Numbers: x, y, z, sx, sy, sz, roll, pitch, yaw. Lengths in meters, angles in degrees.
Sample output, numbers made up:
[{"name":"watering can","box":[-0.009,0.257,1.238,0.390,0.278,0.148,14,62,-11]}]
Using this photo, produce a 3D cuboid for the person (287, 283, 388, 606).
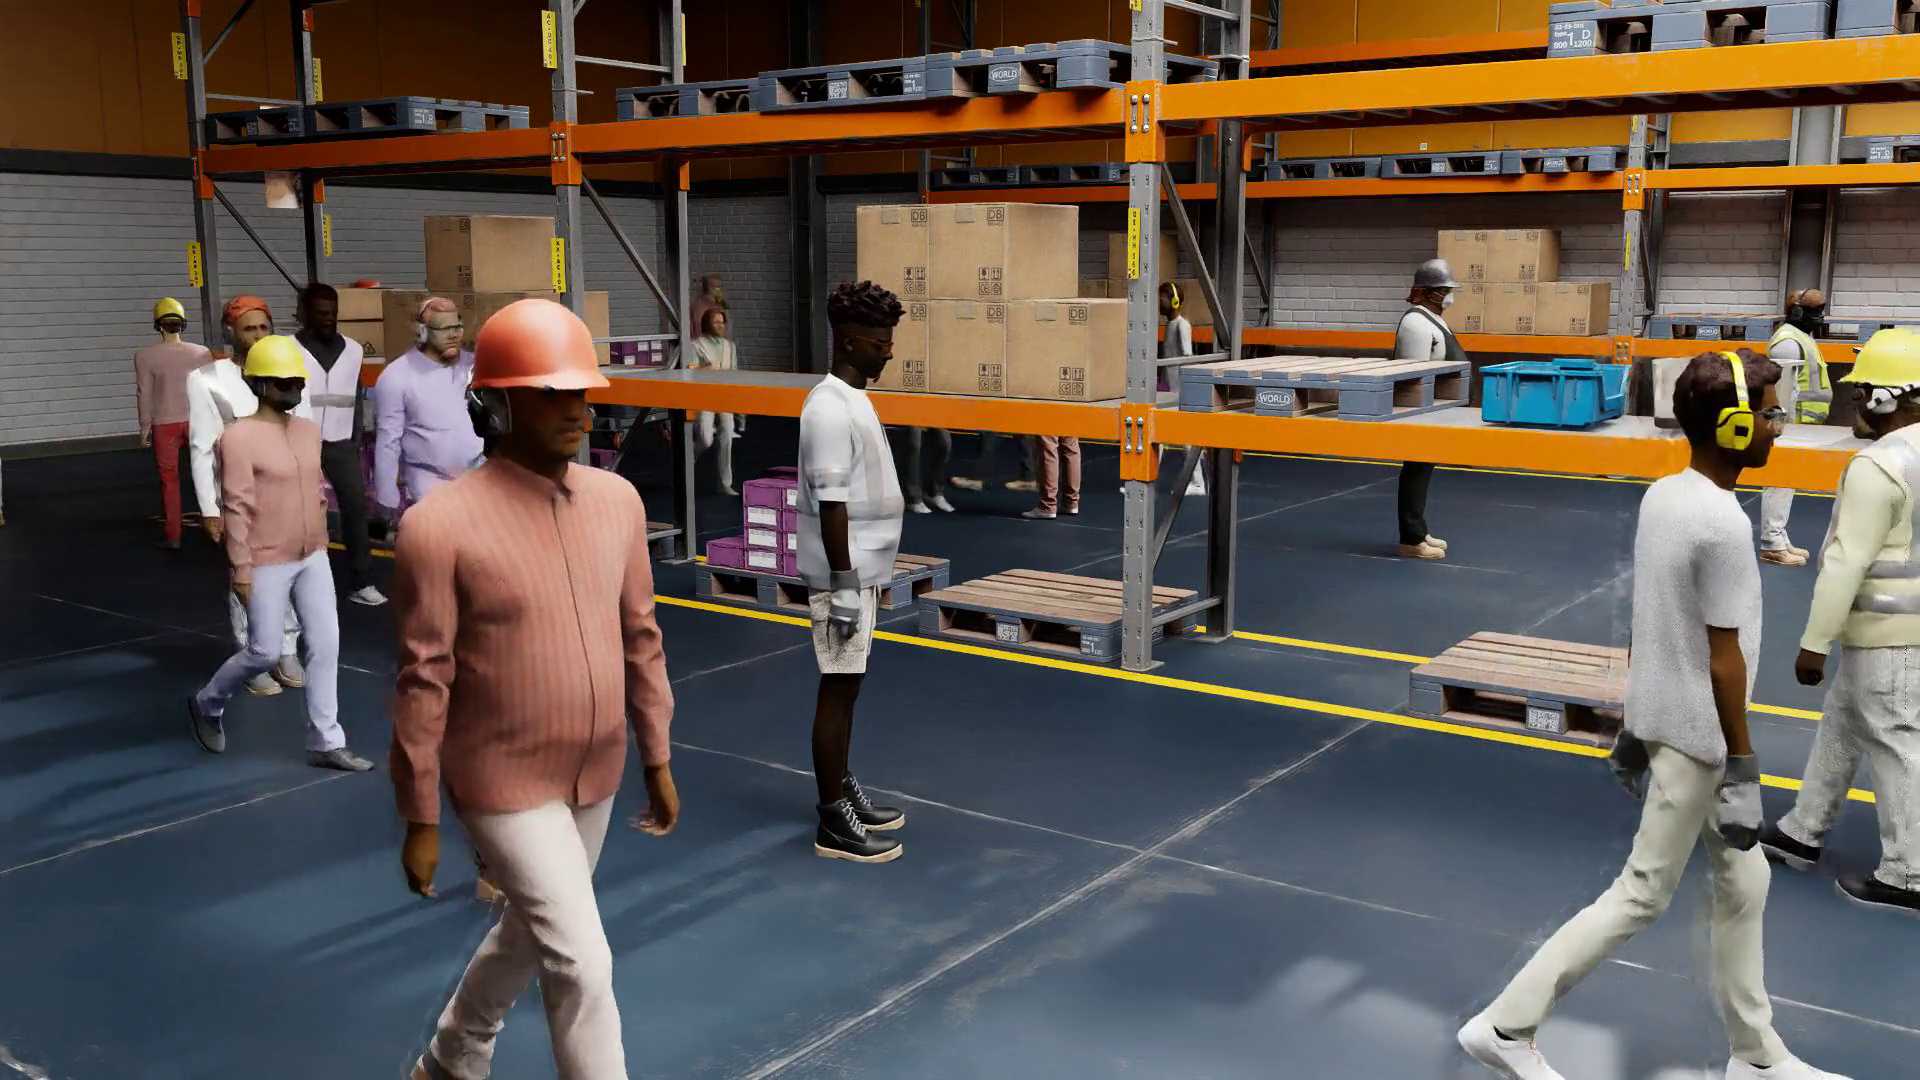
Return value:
[{"name":"person","box":[-3.673,-0.531,9.662,0.593,1.883,0.828,-9,13,-42]}]

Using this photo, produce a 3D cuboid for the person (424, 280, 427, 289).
[{"name":"person","box":[-5.208,-1.758,17.003,0.564,1.889,1.012,3,10,15]}]

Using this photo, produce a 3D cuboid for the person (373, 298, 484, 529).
[{"name":"person","box":[-2.538,-0.278,8.286,1.047,1.846,0.656,8,12,38]}]

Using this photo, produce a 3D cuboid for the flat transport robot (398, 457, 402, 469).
[{"name":"flat transport robot","box":[-5.083,-0.640,15.109,0.652,0.197,1.431,-2,10,-13]}]

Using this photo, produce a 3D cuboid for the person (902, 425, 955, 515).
[{"name":"person","box":[-0.297,-1.128,13.178,0.621,1.894,0.528,-7,12,-36]}]

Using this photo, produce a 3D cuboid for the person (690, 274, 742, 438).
[{"name":"person","box":[-2.910,-2.114,19.135,0.803,1.888,0.655,2,10,14]}]

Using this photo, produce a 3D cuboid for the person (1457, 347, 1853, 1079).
[{"name":"person","box":[1.671,0.461,3.928,0.936,1.837,0.529,1,10,8]}]

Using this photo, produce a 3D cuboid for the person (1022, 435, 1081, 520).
[{"name":"person","box":[0.713,-1.109,13.056,0.643,1.905,0.400,-9,13,-43]}]

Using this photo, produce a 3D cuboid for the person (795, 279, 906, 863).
[{"name":"person","box":[-0.367,0.100,5.686,0.376,1.959,0.603,0,10,2]}]

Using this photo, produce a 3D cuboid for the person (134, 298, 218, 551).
[{"name":"person","box":[-5.485,-0.807,11.663,0.533,1.767,0.325,-9,13,-42]}]

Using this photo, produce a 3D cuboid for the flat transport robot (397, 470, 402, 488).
[{"name":"flat transport robot","box":[-4.531,-0.485,14.191,1.431,0.197,0.652,-3,10,-17]}]

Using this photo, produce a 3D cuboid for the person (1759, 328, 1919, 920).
[{"name":"person","box":[2.787,0.243,5.269,0.621,1.805,0.785,-8,12,-39]}]

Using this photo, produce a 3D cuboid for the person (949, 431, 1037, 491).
[{"name":"person","box":[0.292,-1.326,14.613,0.883,1.805,0.524,2,10,9]}]

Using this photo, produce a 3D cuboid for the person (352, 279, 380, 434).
[{"name":"person","box":[-5.155,-1.262,14.051,0.888,1.886,0.601,6,11,34]}]

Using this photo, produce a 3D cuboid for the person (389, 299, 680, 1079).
[{"name":"person","box":[-0.905,0.470,3.509,1.021,1.957,0.622,6,11,32]}]

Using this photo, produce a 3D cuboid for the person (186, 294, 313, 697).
[{"name":"person","box":[-3.237,-0.194,7.709,0.443,1.865,0.618,9,13,43]}]

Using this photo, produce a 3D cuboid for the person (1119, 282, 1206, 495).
[{"name":"person","box":[1.728,-1.272,14.260,0.890,1.829,0.531,0,10,-2]}]

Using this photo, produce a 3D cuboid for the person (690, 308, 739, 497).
[{"name":"person","box":[-2.148,-1.190,14.339,0.527,1.624,0.530,-9,13,-42]}]

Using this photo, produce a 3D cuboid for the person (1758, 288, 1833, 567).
[{"name":"person","box":[5.581,-0.754,11.129,0.429,1.840,0.633,6,11,32]}]

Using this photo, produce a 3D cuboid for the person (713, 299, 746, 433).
[{"name":"person","box":[-2.787,-2.112,19.662,0.474,1.696,0.638,2,10,13]}]

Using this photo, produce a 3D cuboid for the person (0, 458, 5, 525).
[{"name":"person","box":[-7.559,-1.008,12.636,0.626,1.844,0.429,5,11,28]}]

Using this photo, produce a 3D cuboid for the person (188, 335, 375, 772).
[{"name":"person","box":[-2.722,0.060,6.562,0.729,1.740,0.533,4,10,21]}]

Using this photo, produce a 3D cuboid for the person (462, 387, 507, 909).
[{"name":"person","box":[-1.434,0.305,5.253,0.321,1.694,0.529,-1,10,-5]}]

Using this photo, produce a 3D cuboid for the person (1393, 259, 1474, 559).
[{"name":"person","box":[3.239,-0.901,11.402,0.538,2.000,0.690,3,10,20]}]
